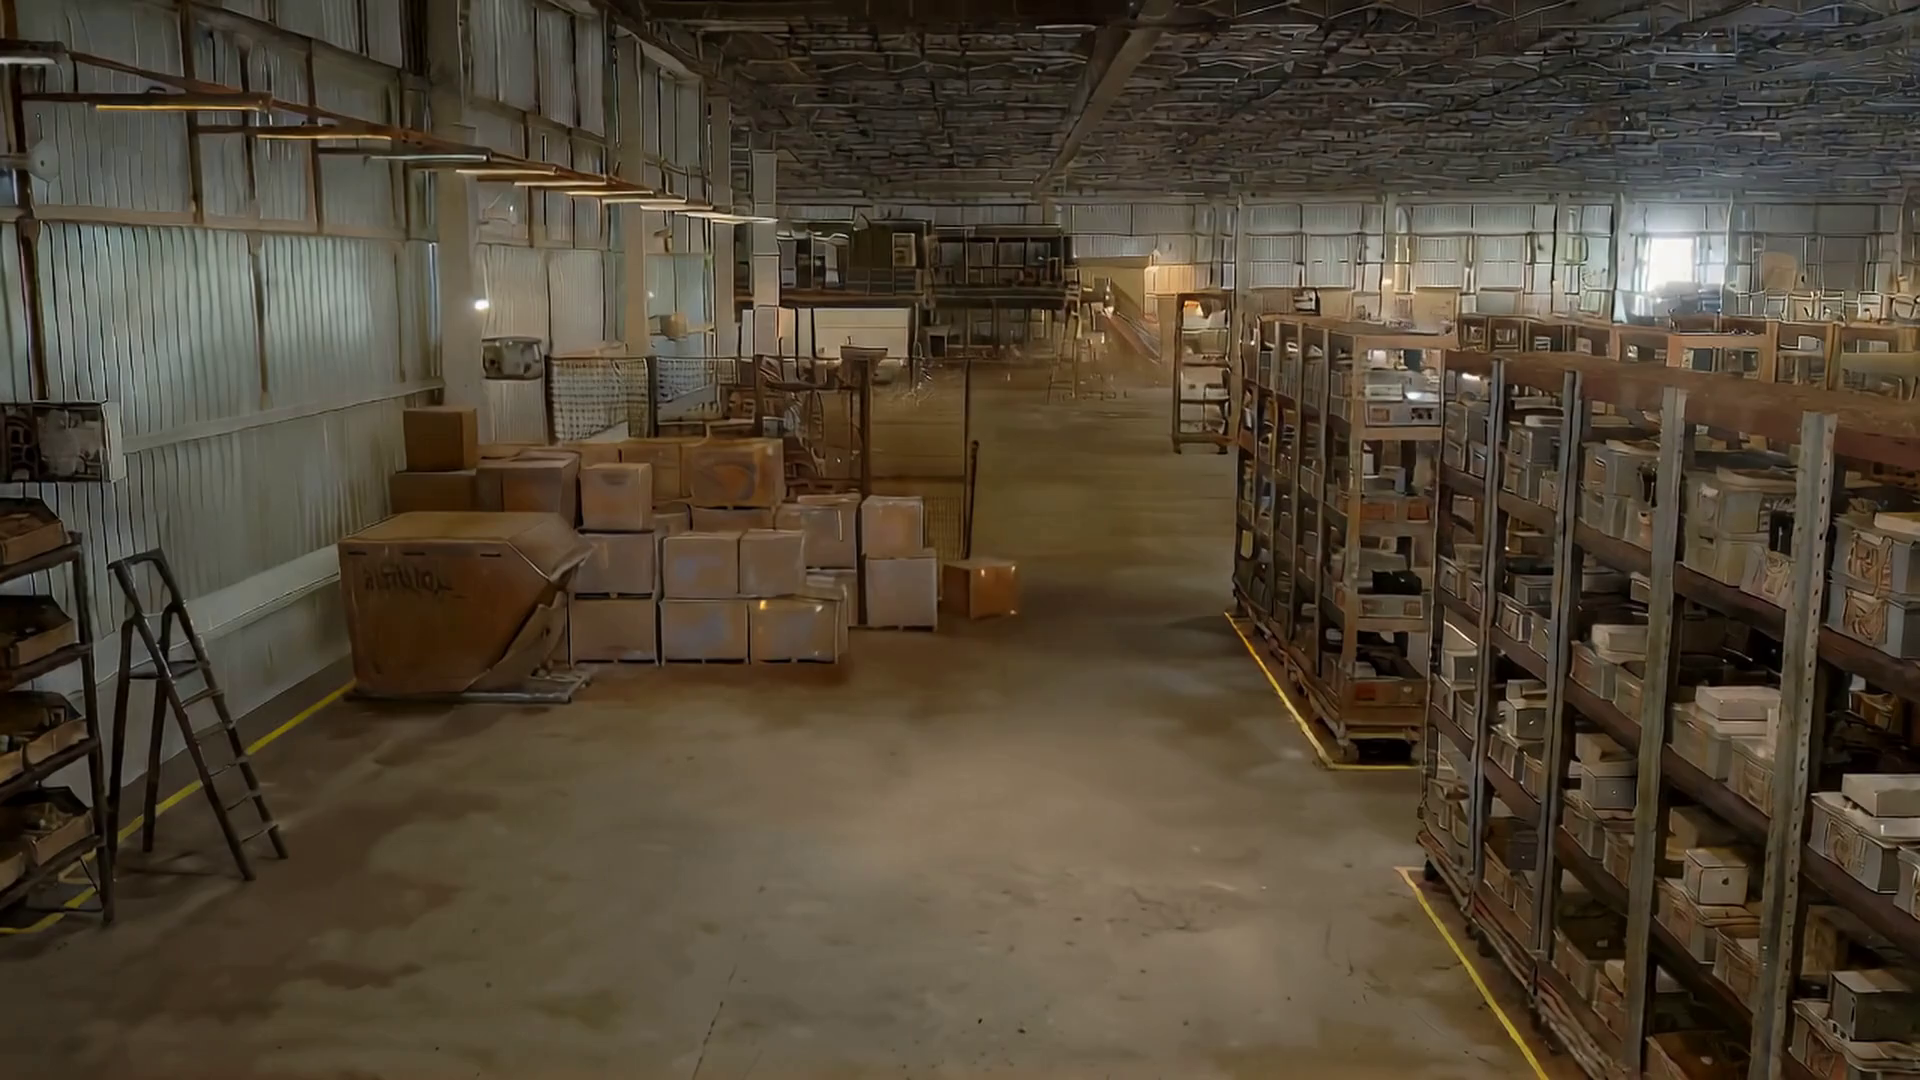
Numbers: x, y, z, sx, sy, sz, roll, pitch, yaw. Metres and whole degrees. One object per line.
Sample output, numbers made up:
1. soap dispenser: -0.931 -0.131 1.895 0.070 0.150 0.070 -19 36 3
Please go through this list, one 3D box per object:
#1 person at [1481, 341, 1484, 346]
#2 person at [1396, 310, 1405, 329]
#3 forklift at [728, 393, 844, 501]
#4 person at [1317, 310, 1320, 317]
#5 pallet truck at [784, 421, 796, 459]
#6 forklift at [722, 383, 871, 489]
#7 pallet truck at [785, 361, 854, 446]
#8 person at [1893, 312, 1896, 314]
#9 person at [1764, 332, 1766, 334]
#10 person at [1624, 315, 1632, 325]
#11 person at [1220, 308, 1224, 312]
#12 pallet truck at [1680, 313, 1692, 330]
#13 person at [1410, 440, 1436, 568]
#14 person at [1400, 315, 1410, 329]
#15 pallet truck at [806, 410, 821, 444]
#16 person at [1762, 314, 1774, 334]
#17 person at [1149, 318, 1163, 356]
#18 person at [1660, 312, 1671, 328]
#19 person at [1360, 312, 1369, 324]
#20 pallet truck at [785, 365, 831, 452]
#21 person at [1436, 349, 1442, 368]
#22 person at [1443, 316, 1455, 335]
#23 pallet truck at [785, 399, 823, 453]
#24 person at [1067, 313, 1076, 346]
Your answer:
1. person: 16.857 -5.501 53.581 0.617 1.888 0.954 -1 9 -8
2. person: 25.084 -12.190 94.928 0.945 1.839 0.602 6 11 33
3. forklift: -2.979 -1.316 26.476 2.680 1.987 1.157 0 9 1
4. person: 20.363 -12.178 94.848 0.418 1.851 0.563 4 10 21
5. pallet truck: -4.013 -1.793 32.705 1.601 1.201 0.680 0 9 1
6. forklift: -2.893 -1.687 28.729 2.680 1.987 1.157 0 9 -1
7. pallet truck: -3.410 -3.193 38.978 1.885 1.965 0.823 0 9 -1
8. person: 54.651 -12.486 97.255 0.544 1.689 0.324 -6 11 -31
9. person: 28.046 -6.268 57.894 0.632 2.019 0.736 3 10 18
10. person: 33.298 -10.252 82.873 0.350 1.882 0.583 -1 9 -5
11. person: 15.460 -12.703 97.752 0.911 1.955 0.666 2 9 13
12. pallet truck: 36.315 -10.531 84.244 0.823 1.965 1.885 -6 11 -33
13. person: 6.350 -0.513 22.947 0.438 1.831 0.600 2 10 15
14. person: 22.024 -10.148 82.207 0.633 1.888 1.021 -5 11 -30
15. pallet truck: -3.559 -2.018 33.905 1.522 1.261 0.704 0 9 -1
16. person: 38.498 -9.713 79.060 0.537 2.000 0.689 -7 12 -39
17. person: 9.356 -9.733 79.776 0.619 1.861 1.063 -3 10 -16
18. person: 37.709 -11.217 88.791 0.716 1.898 0.613 -7 12 -38
19. person: 21.387 -11.071 87.811 0.543 1.923 0.690 -6 11 -34
20. pallet truck: -3.774 -2.976 37.635 1.885 1.965 0.823 1 9 5
21. person: 16.555 -5.943 56.538 0.797 1.800 0.619 -3 10 -19
22. person: 23.820 -9.946 80.934 0.458 1.898 0.615 -8 12 -41
23. pallet truck: -3.814 -2.432 36.419 1.630 1.274 0.653 0 9 1
24. person: 6.055 -11.551 91.176 0.529 1.788 0.991 -8 12 -40
